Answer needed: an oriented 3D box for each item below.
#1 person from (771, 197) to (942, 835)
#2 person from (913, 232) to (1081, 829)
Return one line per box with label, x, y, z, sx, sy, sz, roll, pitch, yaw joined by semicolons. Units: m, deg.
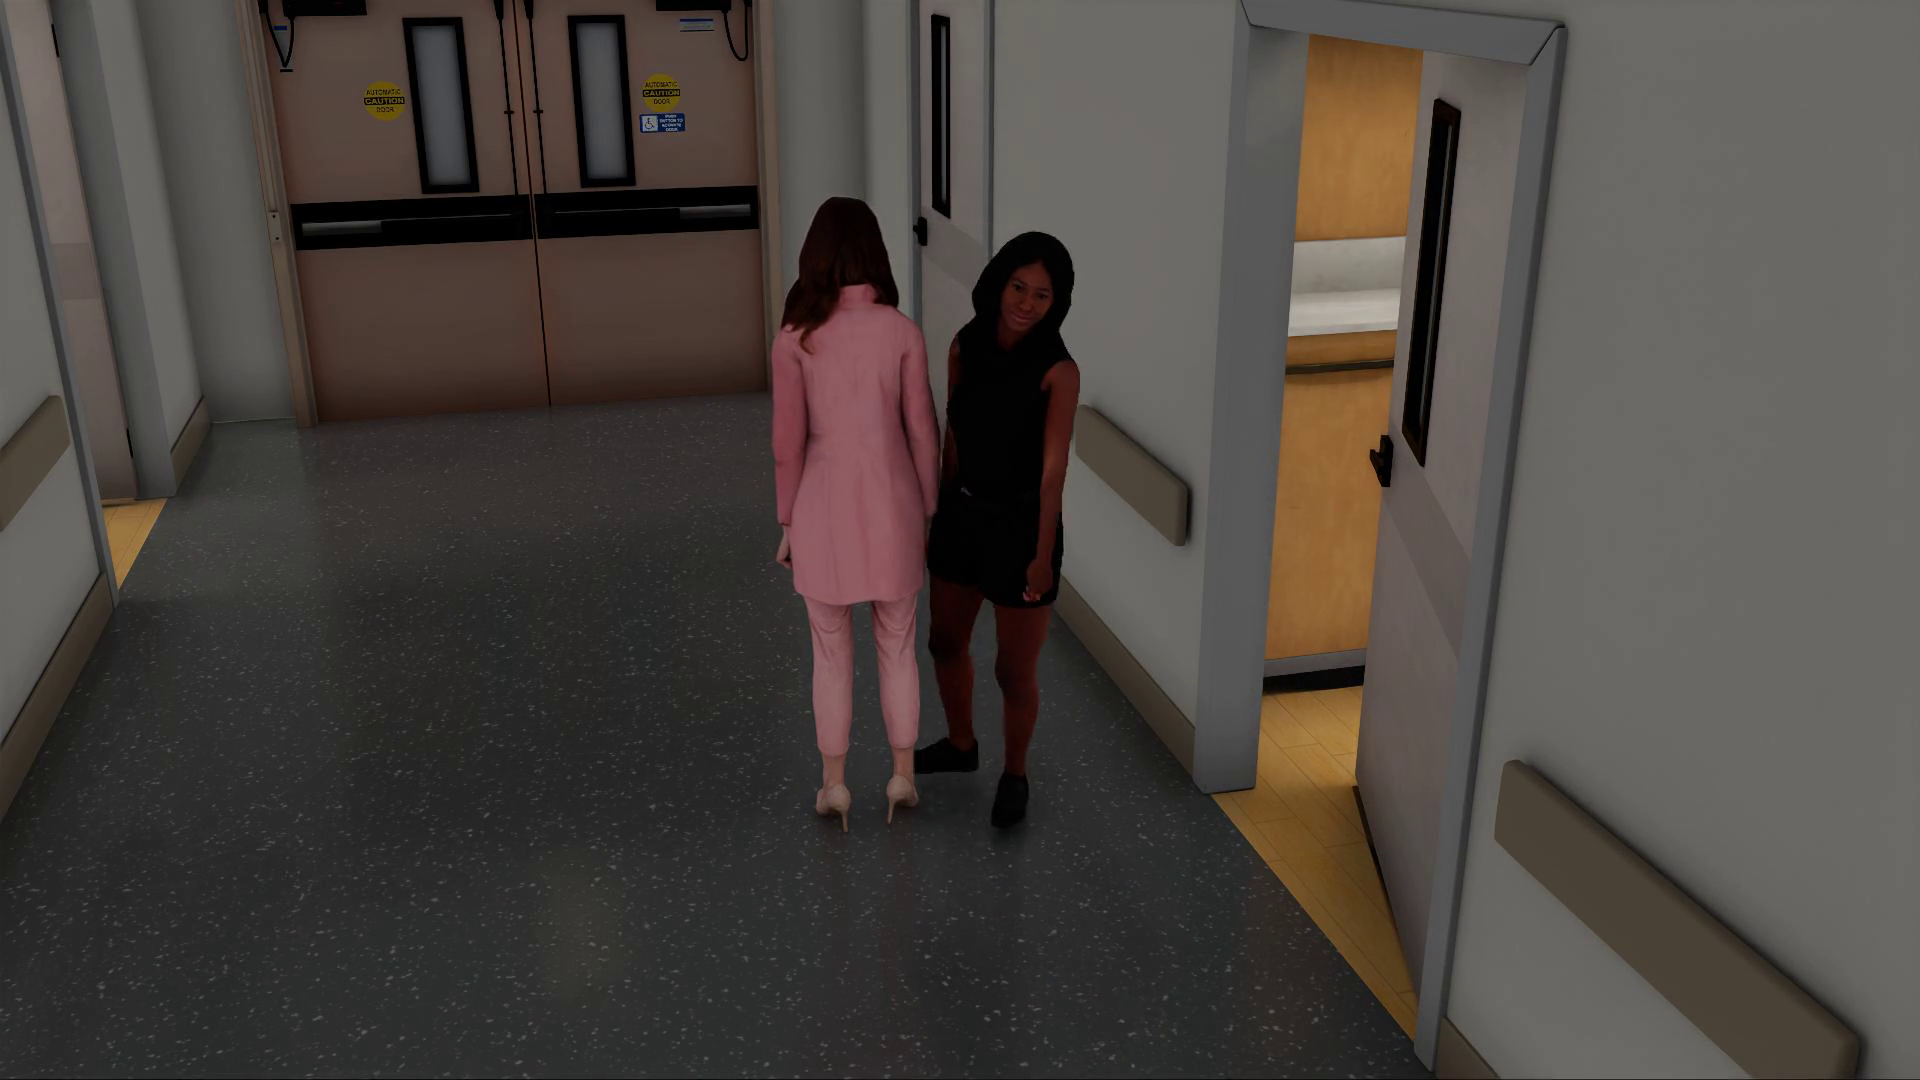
person;-0.287;-0.036;4.585;0.633;1.802;0.554;-3;21;-7
person;0.109;0.004;4.601;0.887;1.716;0.734;-14;25;-33
